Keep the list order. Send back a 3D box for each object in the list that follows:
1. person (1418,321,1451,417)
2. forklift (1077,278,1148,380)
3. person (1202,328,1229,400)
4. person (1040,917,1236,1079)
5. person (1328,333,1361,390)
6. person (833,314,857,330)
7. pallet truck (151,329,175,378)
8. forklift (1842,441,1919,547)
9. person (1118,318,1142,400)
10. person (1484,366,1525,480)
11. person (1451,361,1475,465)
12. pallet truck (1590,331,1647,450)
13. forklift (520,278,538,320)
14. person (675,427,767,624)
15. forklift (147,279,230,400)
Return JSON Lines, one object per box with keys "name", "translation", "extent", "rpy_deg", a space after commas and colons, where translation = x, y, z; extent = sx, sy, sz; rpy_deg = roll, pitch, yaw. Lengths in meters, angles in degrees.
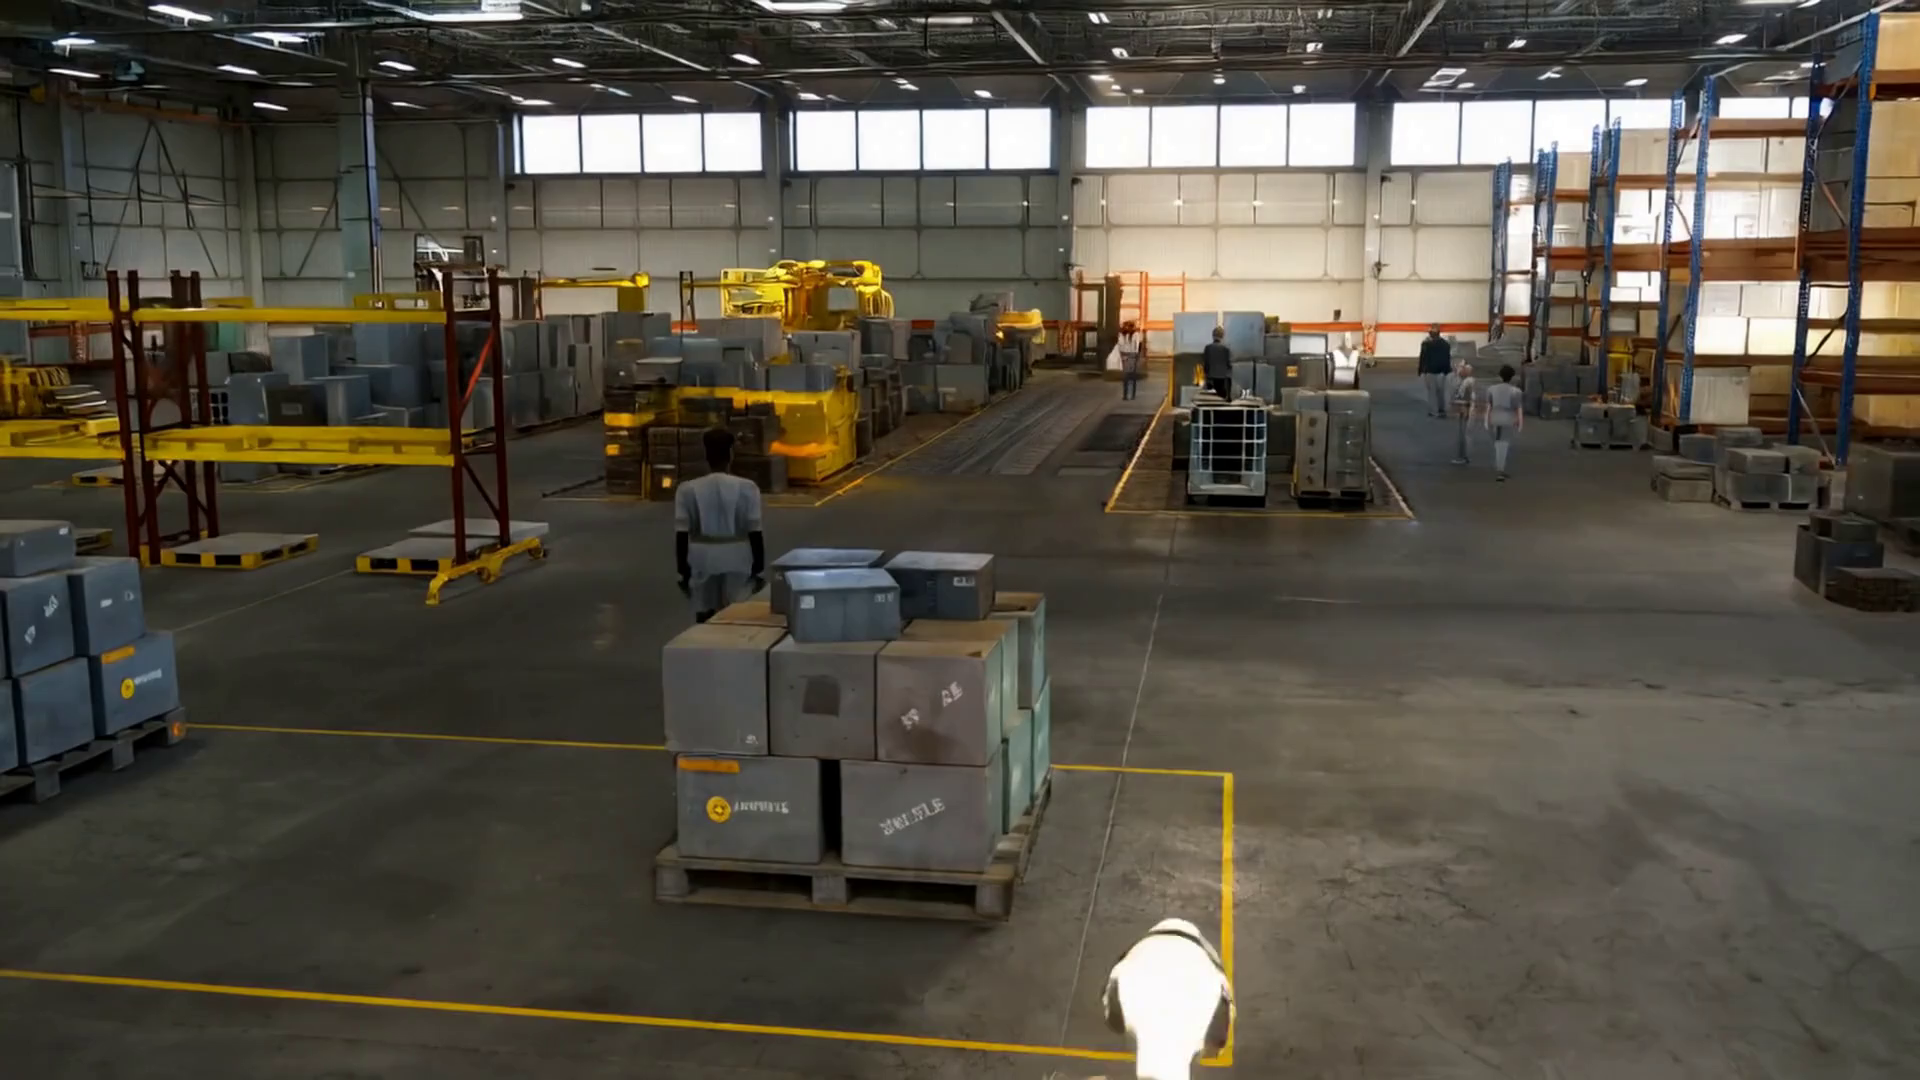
{"name": "person", "translation": [9.844, -3.544, 34.538], "extent": [0.629, 1.974, 0.458], "rpy_deg": [0, 9, 0]}
{"name": "forklift", "translation": [4.251, -5.857, 46.040], "extent": [1.873, 2.768, 1.129], "rpy_deg": [1, 9, 9]}
{"name": "person", "translation": [4.901, -3.090, 31.904], "extent": [0.366, 1.931, 0.630], "rpy_deg": [-7, 12, -38]}
{"name": "person", "translation": [0.335, 1.621, 3.199], "extent": [0.536, 1.825, 0.995], "rpy_deg": [3, 10, 18]}
{"name": "person", "translation": [7.181, -2.953, 31.209], "extent": [0.604, 1.890, 0.896], "rpy_deg": [-1, 9, -6]}
{"name": "person", "translation": [-2.976, -4.908, 43.122], "extent": [0.641, 1.922, 0.486], "rpy_deg": [-1, 9, -3]}
{"name": "pallet truck", "translation": [-21.869, -5.598, 47.154], "extent": [0.823, 1.965, 1.885], "rpy_deg": [4, 10, 26]}
{"name": "forklift", "translation": [10.952, -1.358, 18.289], "extent": [1.873, 2.768, 1.129], "rpy_deg": [1, 9, 9]}
{"name": "person", "translation": [3.969, -4.224, 38.889], "extent": [0.585, 1.933, 0.407], "rpy_deg": [5, 10, 26]}
{"name": "person", "translation": [7.953, -1.712, 24.242], "extent": [0.551, 1.641, 0.886], "rpy_deg": [8, 12, 40]}
{"name": "person", "translation": [7.892, -1.992, 26.038], "extent": [0.322, 1.630, 0.528], "rpy_deg": [0, 9, 1]}
{"name": "pallet truck", "translation": [11.253, -2.573, 28.499], "extent": [0.823, 1.965, 1.885], "rpy_deg": [5, 10, 27]}
{"name": "forklift", "translation": [-11.622, -5.673, 44.905], "extent": [1.873, 2.768, 1.129], "rpy_deg": [-3, 10, -17]}
{"name": "person", "translation": [-1.673, 0.179, 11.689], "extent": [0.616, 1.949, 0.419], "rpy_deg": [0, 9, -1]}
{"name": "forklift", "translation": [-18.331, -4.753, 39.231], "extent": [1.873, 2.768, 1.129], "rpy_deg": [-5, 11, -30]}
